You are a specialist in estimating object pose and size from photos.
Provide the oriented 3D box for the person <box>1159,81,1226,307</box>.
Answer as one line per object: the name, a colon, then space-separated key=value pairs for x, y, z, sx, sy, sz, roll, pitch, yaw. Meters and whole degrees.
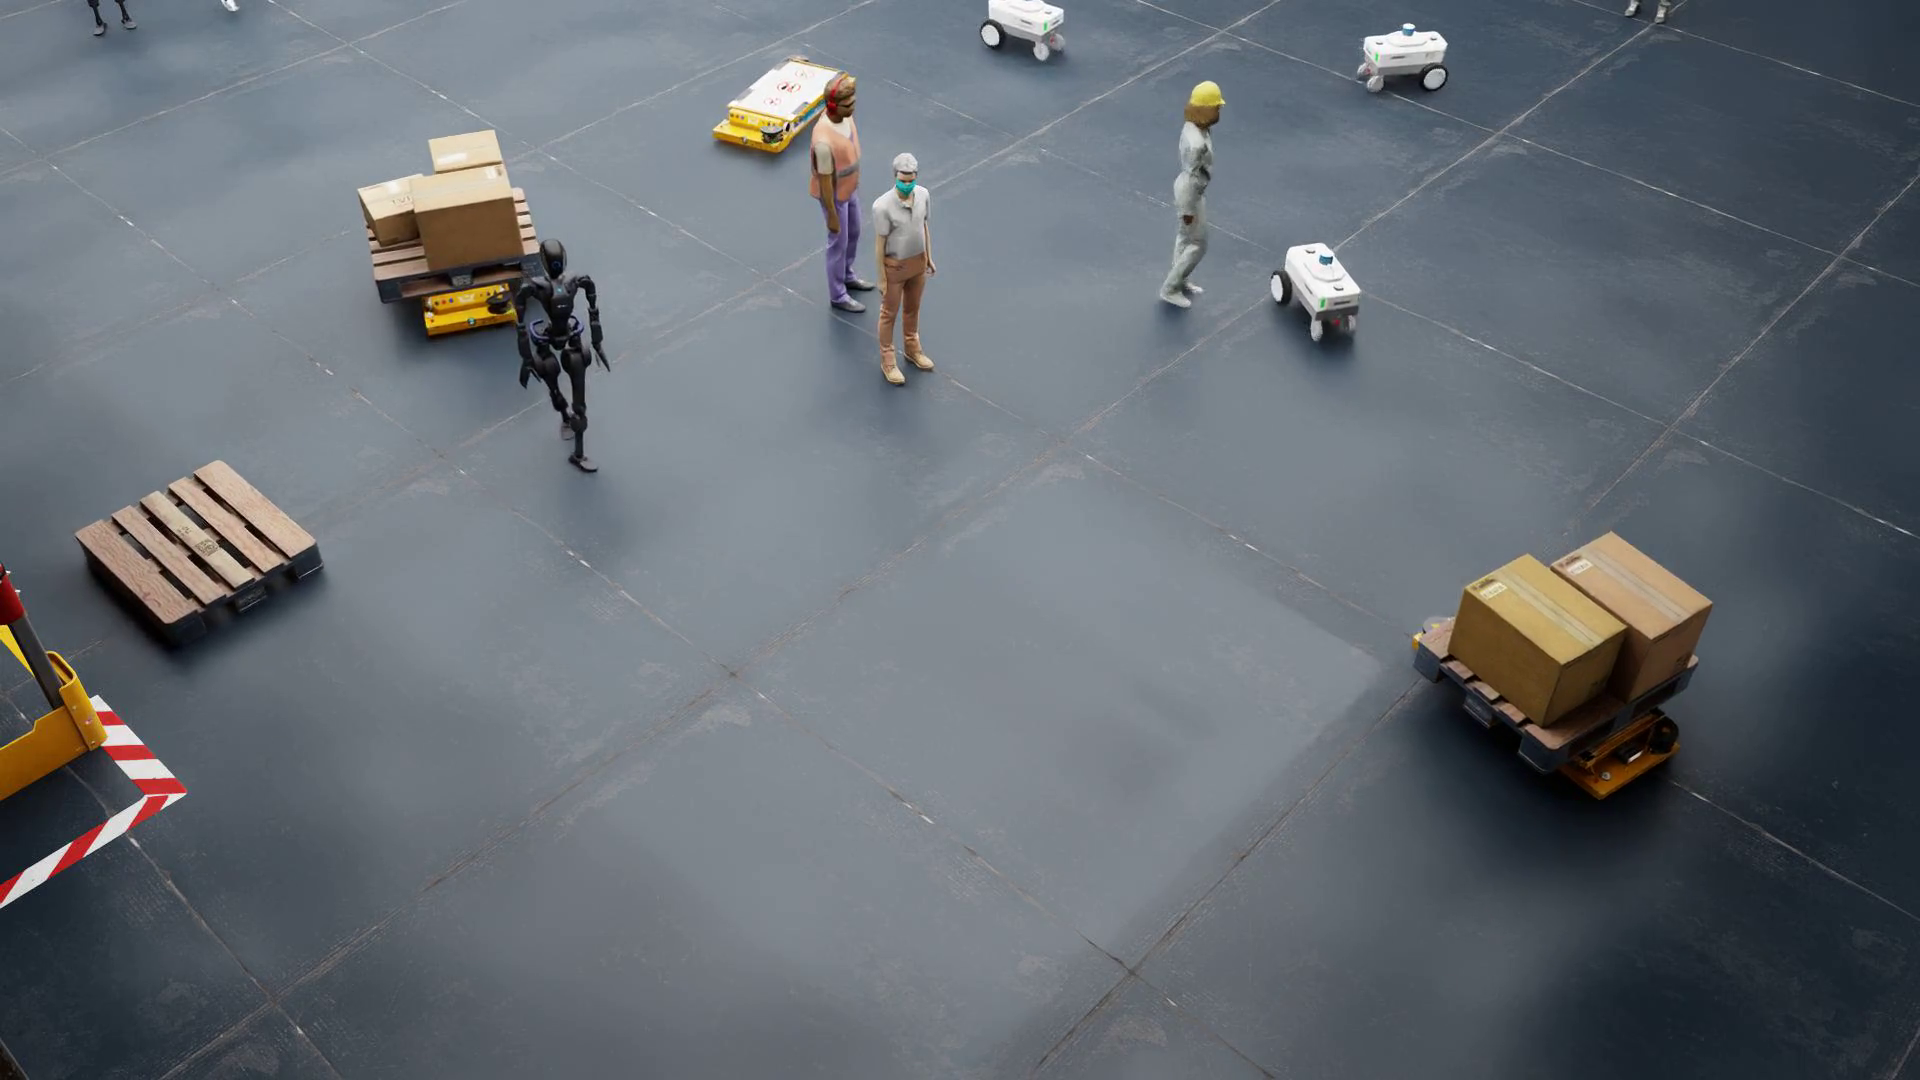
person: x=1.724 y=-2.538 z=12.265 sx=0.349 sy=1.720 sz=0.527 roll=0 pitch=42 yaw=0

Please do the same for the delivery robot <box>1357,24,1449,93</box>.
delivery robot: x=4.089 y=-4.424 z=15.237 sx=0.781 sy=0.605 sz=0.499 roll=-7 pitch=42 yaw=-7

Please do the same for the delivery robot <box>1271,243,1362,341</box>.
delivery robot: x=2.692 y=-1.895 z=12.423 sx=0.499 sy=0.600 sz=0.802 roll=-10 pitch=43 yaw=-11

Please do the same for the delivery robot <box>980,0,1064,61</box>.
delivery robot: x=0.605 y=-4.933 z=15.795 sx=0.781 sy=0.595 sz=0.499 roll=27 pitch=48 yaw=26

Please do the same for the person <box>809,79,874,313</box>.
person: x=-0.891 y=-2.521 z=12.165 sx=0.403 sy=1.836 sz=0.575 roll=9 pitch=43 yaw=10

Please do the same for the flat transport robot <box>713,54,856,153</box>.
flat transport robot: x=-1.558 y=-3.915 z=14.877 sx=0.659 sy=0.231 sz=1.431 roll=18 pitch=45 yaw=19

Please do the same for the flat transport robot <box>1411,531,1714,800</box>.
flat transport robot: x=3.360 y=0.852 z=9.579 sx=0.659 sy=0.231 sz=1.431 roll=-24 pitch=47 yaw=-24

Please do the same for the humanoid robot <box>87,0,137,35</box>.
humanoid robot: x=-8.228 y=-5.623 z=15.715 sx=0.599 sy=1.653 sz=0.315 roll=-17 pitch=45 yaw=-18

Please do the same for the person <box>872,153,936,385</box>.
person: x=-0.378 y=-1.899 z=11.534 sx=0.482 sy=1.744 sz=0.327 roll=-27 pitch=49 yaw=-27

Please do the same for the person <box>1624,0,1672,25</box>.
person: x=6.785 y=-5.895 z=15.914 sx=0.570 sy=1.830 sz=0.405 roll=21 pitch=46 yaw=21

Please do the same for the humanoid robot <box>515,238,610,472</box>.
humanoid robot: x=-2.621 y=-1.244 z=10.888 sx=0.599 sy=1.625 sz=0.690 roll=-20 pitch=46 yaw=-21

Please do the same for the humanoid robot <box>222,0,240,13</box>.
humanoid robot: x=-7.439 y=-6.032 z=16.146 sx=0.543 sy=1.754 sz=1.010 roll=-26 pitch=48 yaw=-26

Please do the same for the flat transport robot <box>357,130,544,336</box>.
flat transport robot: x=-3.865 y=-2.089 z=12.848 sx=0.659 sy=0.231 sz=1.431 roll=-13 pitch=44 yaw=-14
